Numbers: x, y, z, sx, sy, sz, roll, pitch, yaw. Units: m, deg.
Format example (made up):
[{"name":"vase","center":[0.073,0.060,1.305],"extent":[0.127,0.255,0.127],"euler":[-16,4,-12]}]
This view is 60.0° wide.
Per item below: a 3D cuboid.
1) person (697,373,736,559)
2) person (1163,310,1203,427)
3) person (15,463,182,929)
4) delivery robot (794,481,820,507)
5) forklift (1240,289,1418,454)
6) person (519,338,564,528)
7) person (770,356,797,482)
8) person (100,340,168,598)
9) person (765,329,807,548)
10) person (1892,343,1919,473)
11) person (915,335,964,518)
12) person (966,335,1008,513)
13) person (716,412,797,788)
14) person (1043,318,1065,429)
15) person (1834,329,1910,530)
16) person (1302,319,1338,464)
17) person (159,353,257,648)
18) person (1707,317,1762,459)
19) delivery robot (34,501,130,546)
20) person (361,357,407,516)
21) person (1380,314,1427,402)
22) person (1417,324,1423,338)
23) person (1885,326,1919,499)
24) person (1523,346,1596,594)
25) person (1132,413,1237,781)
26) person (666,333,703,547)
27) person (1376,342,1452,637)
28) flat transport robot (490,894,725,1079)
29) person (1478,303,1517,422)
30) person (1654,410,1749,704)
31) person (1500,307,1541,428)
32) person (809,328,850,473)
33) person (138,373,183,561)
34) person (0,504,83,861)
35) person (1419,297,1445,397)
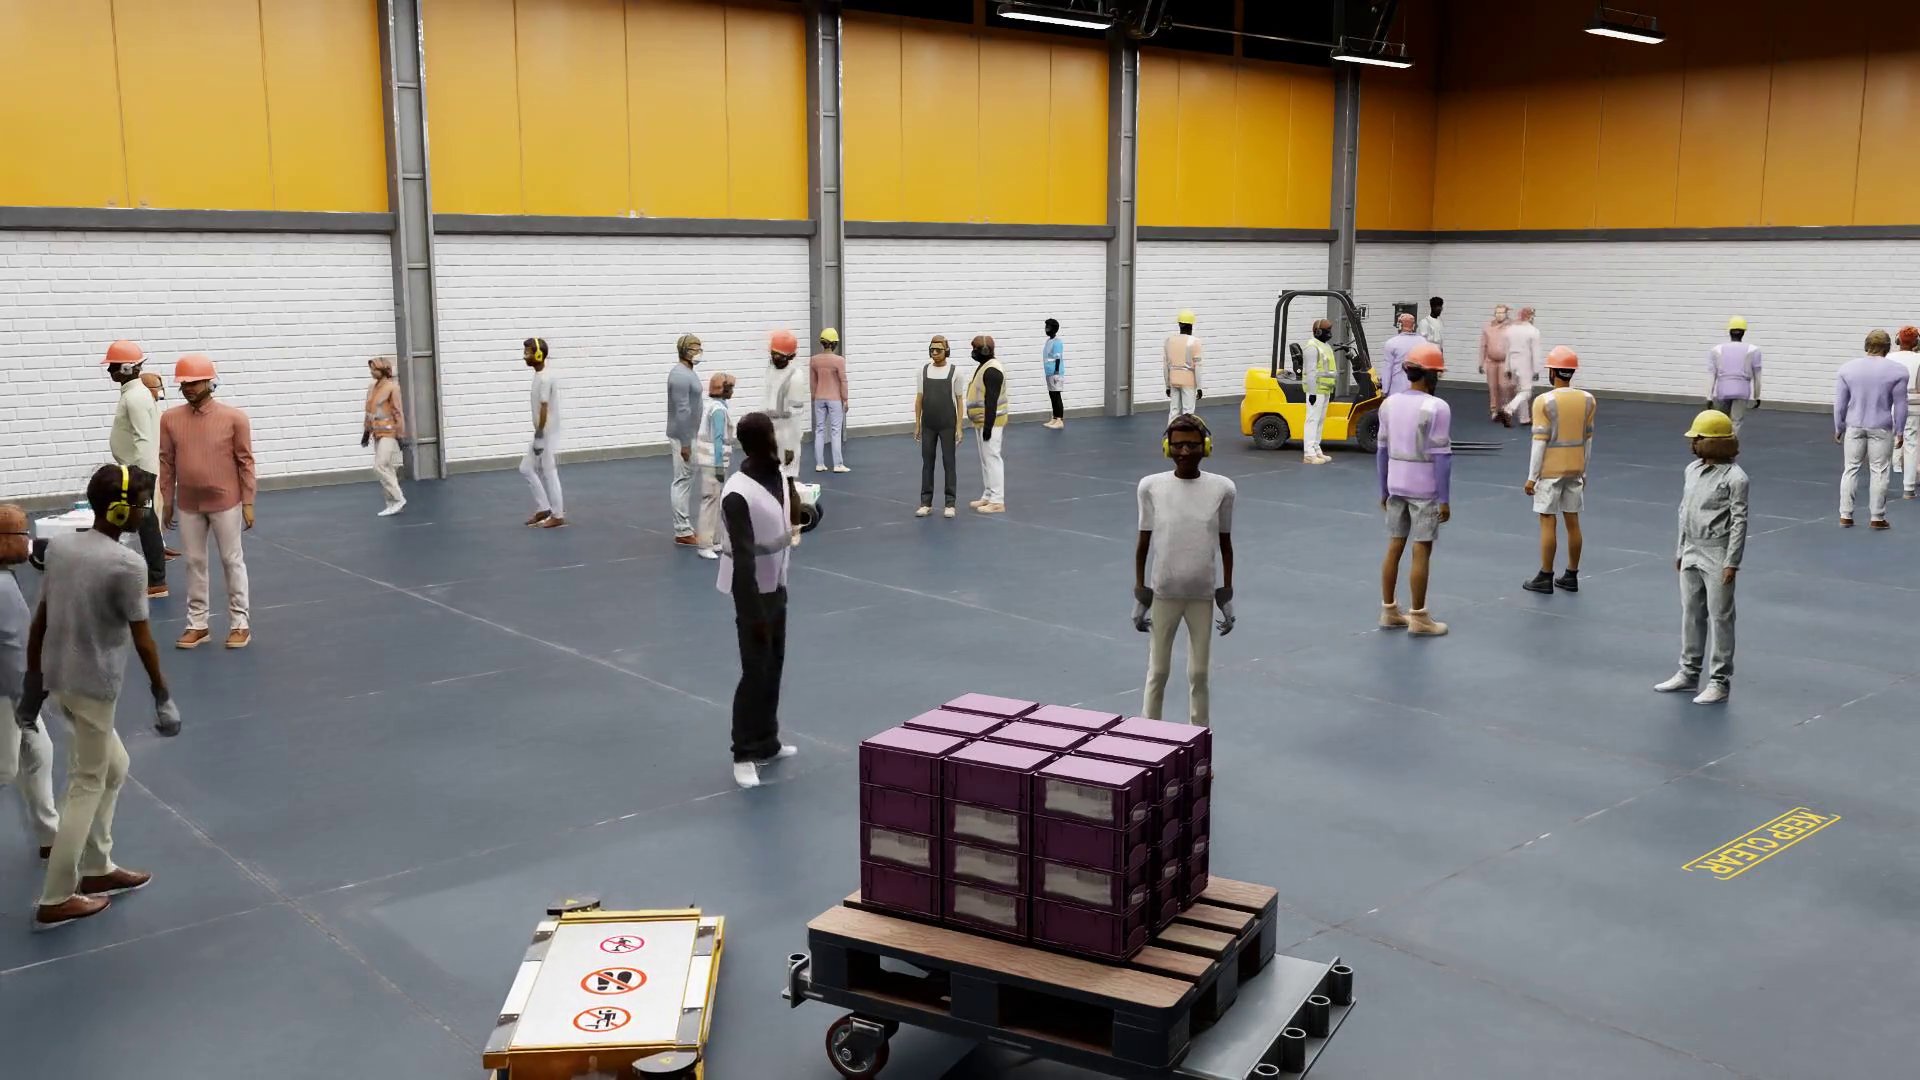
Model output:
[{"name":"person","center":[-2.140,-0.652,14.604],"extent":[0.392,1.619,0.542],"euler":[-2,10,-10]},{"name":"person","center":[2.949,-2.059,21.920],"extent":[0.585,1.929,0.371],"euler":[9,13,41]},{"name":"person","center":[-3.441,0.610,6.612],"extent":[0.550,1.815,0.642],"euler":[5,11,28]},{"name":"delivery robot","center":[-1.720,-0.423,16.083],"extent":[0.707,0.478,0.477],"euler":[0,10,1]},{"name":"forklift","center":[5.034,-2.339,22.783],"extent":[2.313,2.155,1.214],"euler":[3,10,16]},{"name":"person","center":[-4.088,-1.021,16.060],"extent":[0.521,1.852,0.563],"euler":[-4,10,-21]},{"name":"person","center":[-1.858,-1.136,17.381],"extent":[0.285,1.633,0.501],"euler":[-2,10,-14]},{"name":"person","center":[-6.361,-0.542,12.845],"extent":[0.382,1.993,0.622],"euler":[-5,11,-27]},{"name":"person","center":[-1.642,-0.925,15.129],"extent":[0.367,2.002,0.792],"euler":[-6,11,-30]},{"name":"person","center":[11.627,-1.624,20.215],"extent":[0.514,1.642,0.311],"euler":[1,10,6]},{"name":"person","center":[-0.213,-1.144,16.805],"extent":[0.504,1.847,0.344],"euler":[2,10,13]},{"name":"person","center":[0.273,-1.203,17.217],"extent":[0.431,1.836,0.621],"euler":[-2,10,-10]},{"name":"person","center":[-1.025,0.277,8.425],"extent":[0.357,1.883,0.708],"euler":[2,10,14]},{"name":"person","center":[1.430,-2.548,25.487],"extent":[0.321,1.690,0.536],"euler":[-2,10,-14]},{"name":"person","center":[8.780,-1.062,16.060],"extent":[0.634,1.936,0.351],"euler":[8,13,40]},{"name":"person","center":[4.589,-1.895,21.219],"extent":[0.429,1.841,0.633],"euler":[5,11,28]},{"name":"person","center":[-5.053,-0.254,11.162],"extent":[0.623,1.992,0.395],"euler":[0,10,-1]},{"name":"person","center":[9.600,-1.807,20.600],"extent":[0.595,1.879,0.951],"euler":[7,12,34]},{"name":"delivery robot","center":[-7.432,-0.085,14.106],"extent":[0.707,0.478,0.477],"euler":[0,10,2]},{"name":"person","center":[-5.848,-1.039,16.831],"extent":[0.376,1.625,0.528],"euler":[-9,13,-43]},{"name":"person","center":[5.690,-1.944,21.349],"extent":[0.645,1.903,0.401],"euler":[-3,10,-17]},{"name":"person","center":[6.675,-2.465,24.773],"extent":[0.523,1.769,0.314],"euler":[-4,10,-20]},{"name":"person","center":[10.250,-1.387,18.114],"extent":[0.584,1.882,0.337],"euler":[5,11,27]},{"name":"person","center":[4.675,-0.545,13.027],"extent":[0.542,1.939,0.366],"euler":[-3,10,-16]},{"name":"person","center":[1.126,0.293,8.341],"extent":[0.516,1.866,0.325],"euler":[1,10,5]},{"name":"person","center":[-2.490,-0.911,15.183],"extent":[0.377,1.937,0.629],"euler":[-1,10,-4]},{"name":"person","center":[3.193,-0.352,11.603],"extent":[0.396,2.038,0.614],"euler":[-6,11,-31]},{"name":"flat transport robot","center":[-1.170,1.549,5.642],"extent":[0.652,0.197,1.431],"euler":[-1,10,-4]},{"name":"person","center":[8.533,-2.797,26.345],"extent":[0.654,1.888,0.544],"euler":[7,12,35]},{"name":"person","center":[4.410,0.099,9.836],"extent":[0.314,1.741,0.487],"euler":[-3,10,-16]},{"name":"person","center":[8.650,-2.655,25.608],"extent":[0.843,1.868,0.651],"euler":[-5,11,-25]},{"name":"person","center":[-1.587,-1.697,20.282],"extent":[0.525,1.769,0.314],"euler":[5,11,26]},{"name":"person","center":[-6.989,-0.633,14.437],"extent":[0.286,1.633,0.499],"euler":[-2,10,-12]},{"name":"person","center":[-4.133,0.648,7.042],"extent":[0.731,1.603,0.507],"euler":[-7,12,-34]},{"name":"person","center":[8.072,-3.180,28.433],"extent":[0.611,1.952,0.392],"euler":[-8,13,-40]}]
